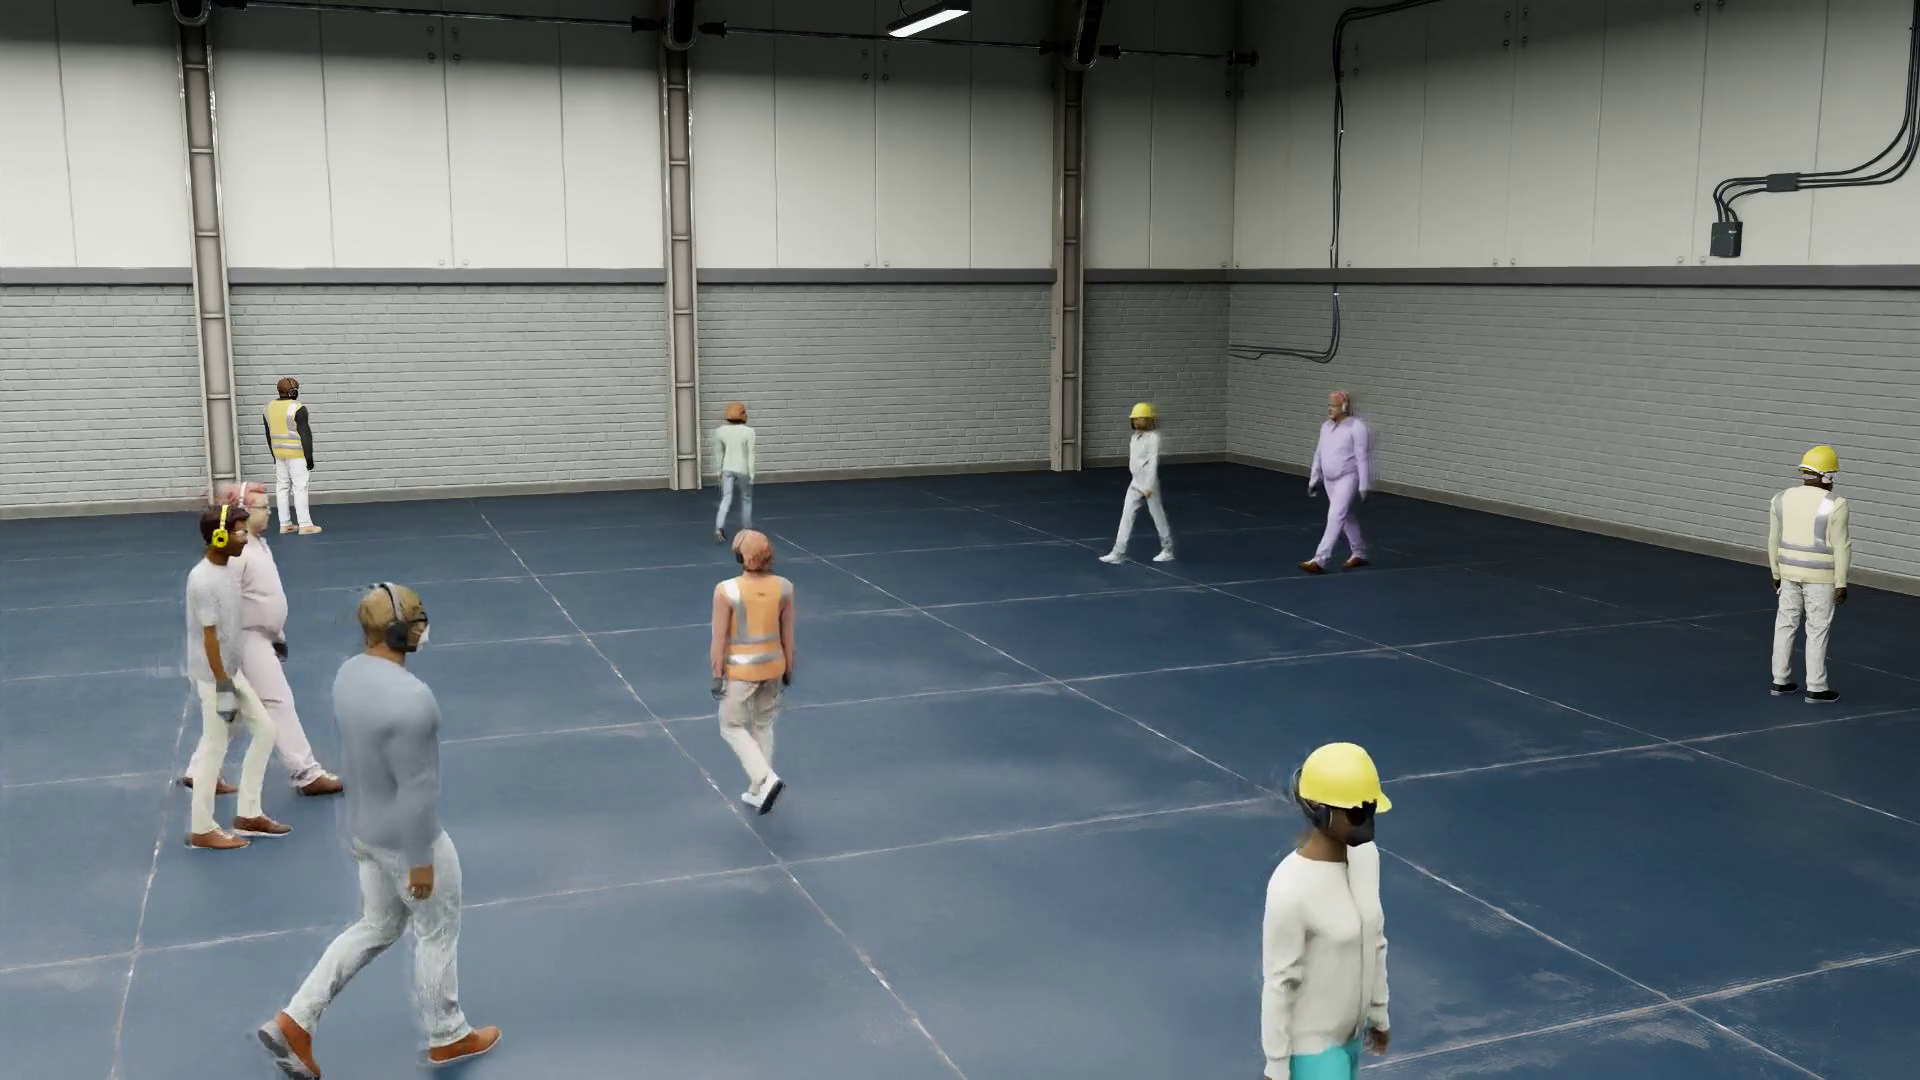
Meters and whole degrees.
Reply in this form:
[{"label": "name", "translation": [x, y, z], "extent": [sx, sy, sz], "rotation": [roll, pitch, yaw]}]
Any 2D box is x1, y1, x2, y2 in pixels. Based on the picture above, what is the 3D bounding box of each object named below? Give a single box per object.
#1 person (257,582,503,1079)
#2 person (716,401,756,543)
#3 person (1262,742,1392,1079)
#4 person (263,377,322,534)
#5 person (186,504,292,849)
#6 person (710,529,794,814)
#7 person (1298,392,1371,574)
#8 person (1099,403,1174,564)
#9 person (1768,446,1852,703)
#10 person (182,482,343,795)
[{"label": "person", "translation": [-2.171, 1.105, 6.186], "extent": [0.819, 1.917, 0.634], "rotation": [-8, 12, -42]}, {"label": "person", "translation": [-2.578, -0.778, 18.977], "extent": [0.507, 1.605, 0.795], "rotation": [3, 9, 16]}, {"label": "person", "translation": [1.004, 1.408, 4.852], "extent": [0.797, 1.742, 0.531], "rotation": [8, 12, 41]}, {"label": "person", "translation": [-7.826, -0.982, 19.507], "extent": [0.627, 1.844, 0.429], "rotation": [4, 10, 22]}, {"label": "person", "translation": [-3.824, 0.726, 8.785], "extent": [0.636, 1.841, 0.611], "rotation": [-2, 9, -12]}, {"label": "person", "translation": [-1.128, 0.751, 9.293], "extent": [0.527, 1.621, 0.506], "rotation": [-7, 11, -37]}, {"label": "person", "translation": [3.855, -0.592, 17.030], "extent": [1.011, 1.850, 0.675], "rotation": [-4, 10, -25]}, {"label": "person", "translation": [1.910, -0.589, 17.487], "extent": [0.892, 1.689, 0.501], "rotation": [-5, 10, -29]}, {"label": "person", "translation": [6.061, 0.242, 11.847], "extent": [0.404, 1.832, 0.597], "rotation": [-5, 10, -29]}, {"label": "person", "translation": [-4.084, 0.586, 9.610], "extent": [0.961, 1.869, 0.657], "rotation": [-2, 9, -14]}]
